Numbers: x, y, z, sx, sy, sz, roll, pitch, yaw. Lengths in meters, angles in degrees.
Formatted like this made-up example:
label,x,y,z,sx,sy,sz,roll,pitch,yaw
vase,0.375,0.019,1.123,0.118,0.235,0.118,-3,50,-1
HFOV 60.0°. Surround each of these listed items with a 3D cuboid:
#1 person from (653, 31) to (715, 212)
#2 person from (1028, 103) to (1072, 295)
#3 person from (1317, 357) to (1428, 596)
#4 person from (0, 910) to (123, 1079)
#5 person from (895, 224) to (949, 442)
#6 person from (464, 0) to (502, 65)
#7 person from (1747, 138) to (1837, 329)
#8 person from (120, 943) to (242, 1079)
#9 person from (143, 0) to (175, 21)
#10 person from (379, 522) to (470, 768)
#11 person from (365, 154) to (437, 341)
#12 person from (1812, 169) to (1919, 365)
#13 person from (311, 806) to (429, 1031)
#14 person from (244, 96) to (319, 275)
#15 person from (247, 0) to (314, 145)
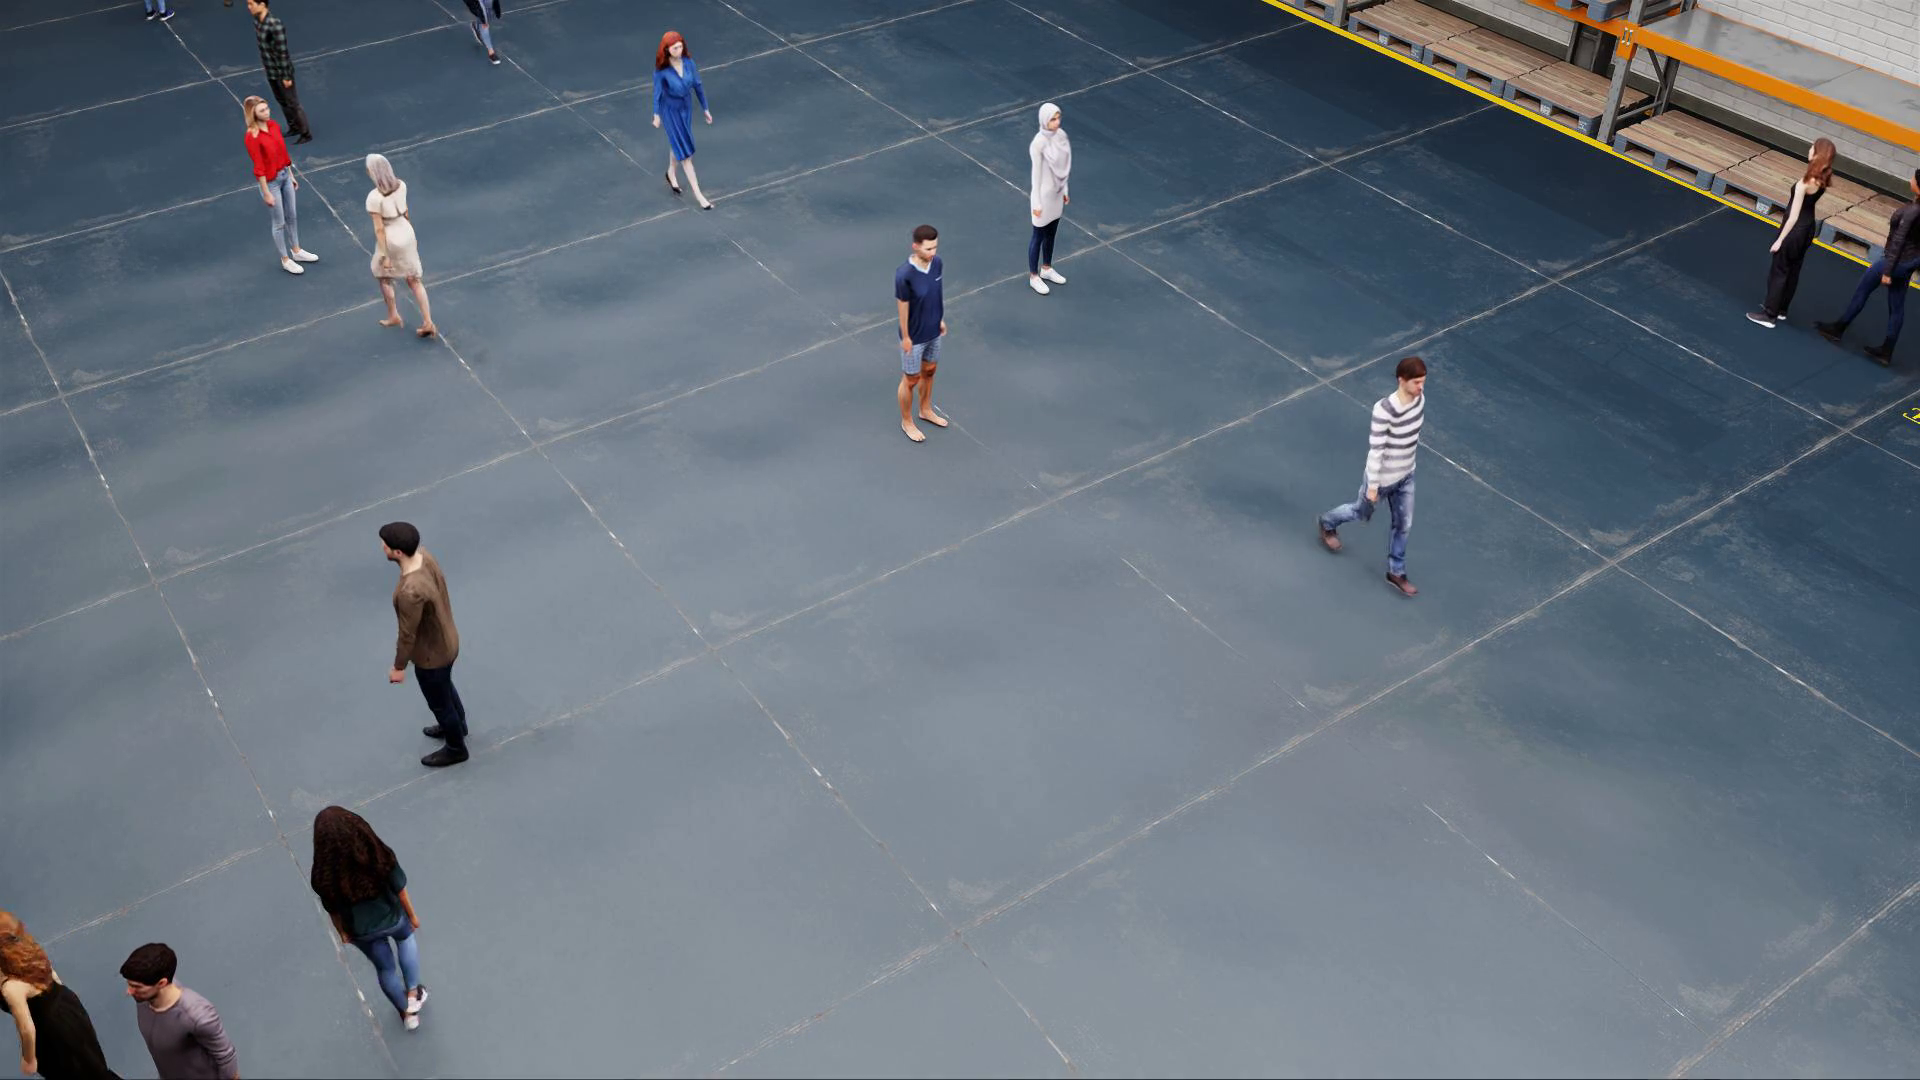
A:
label,x,y,z,sx,sy,sz,roll,pitch,yaw
person,-2.825,-4.178,16.406,1.175,1.774,0.754,32,48,33
person,0.789,-3.111,15.070,0.596,1.776,0.653,30,47,32
person,2.960,-0.520,11.793,0.677,1.815,1.172,-22,43,-25
person,-4.444,2.411,8.291,0.818,1.606,0.658,-24,44,-27
person,-0.318,-1.673,13.215,0.618,1.843,0.662,31,48,33
person,-5.618,-6.405,19.283,0.644,1.665,0.962,-25,45,-28
person,7.332,-2.690,14.566,0.598,1.746,0.514,-27,46,-29
person,-3.619,2.541,7.929,0.642,1.854,0.805,20,43,23
person,-10.013,-7.044,20.411,0.564,1.255,0.622,6,39,7
person,-3.222,0.652,10.273,0.836,1.882,0.728,-6,39,-7
person,-4.776,-2.485,14.333,0.934,1.717,0.801,19,42,23
person,8.023,-2.286,14.078,0.656,1.724,0.943,-23,44,-26
person,-3.061,2.058,8.735,0.645,1.604,0.663,-15,41,-18
person,-6.317,-3.299,15.362,0.711,1.704,0.681,10,40,13
person,-7.202,-4.988,17.566,0.555,1.707,0.755,31,48,33
